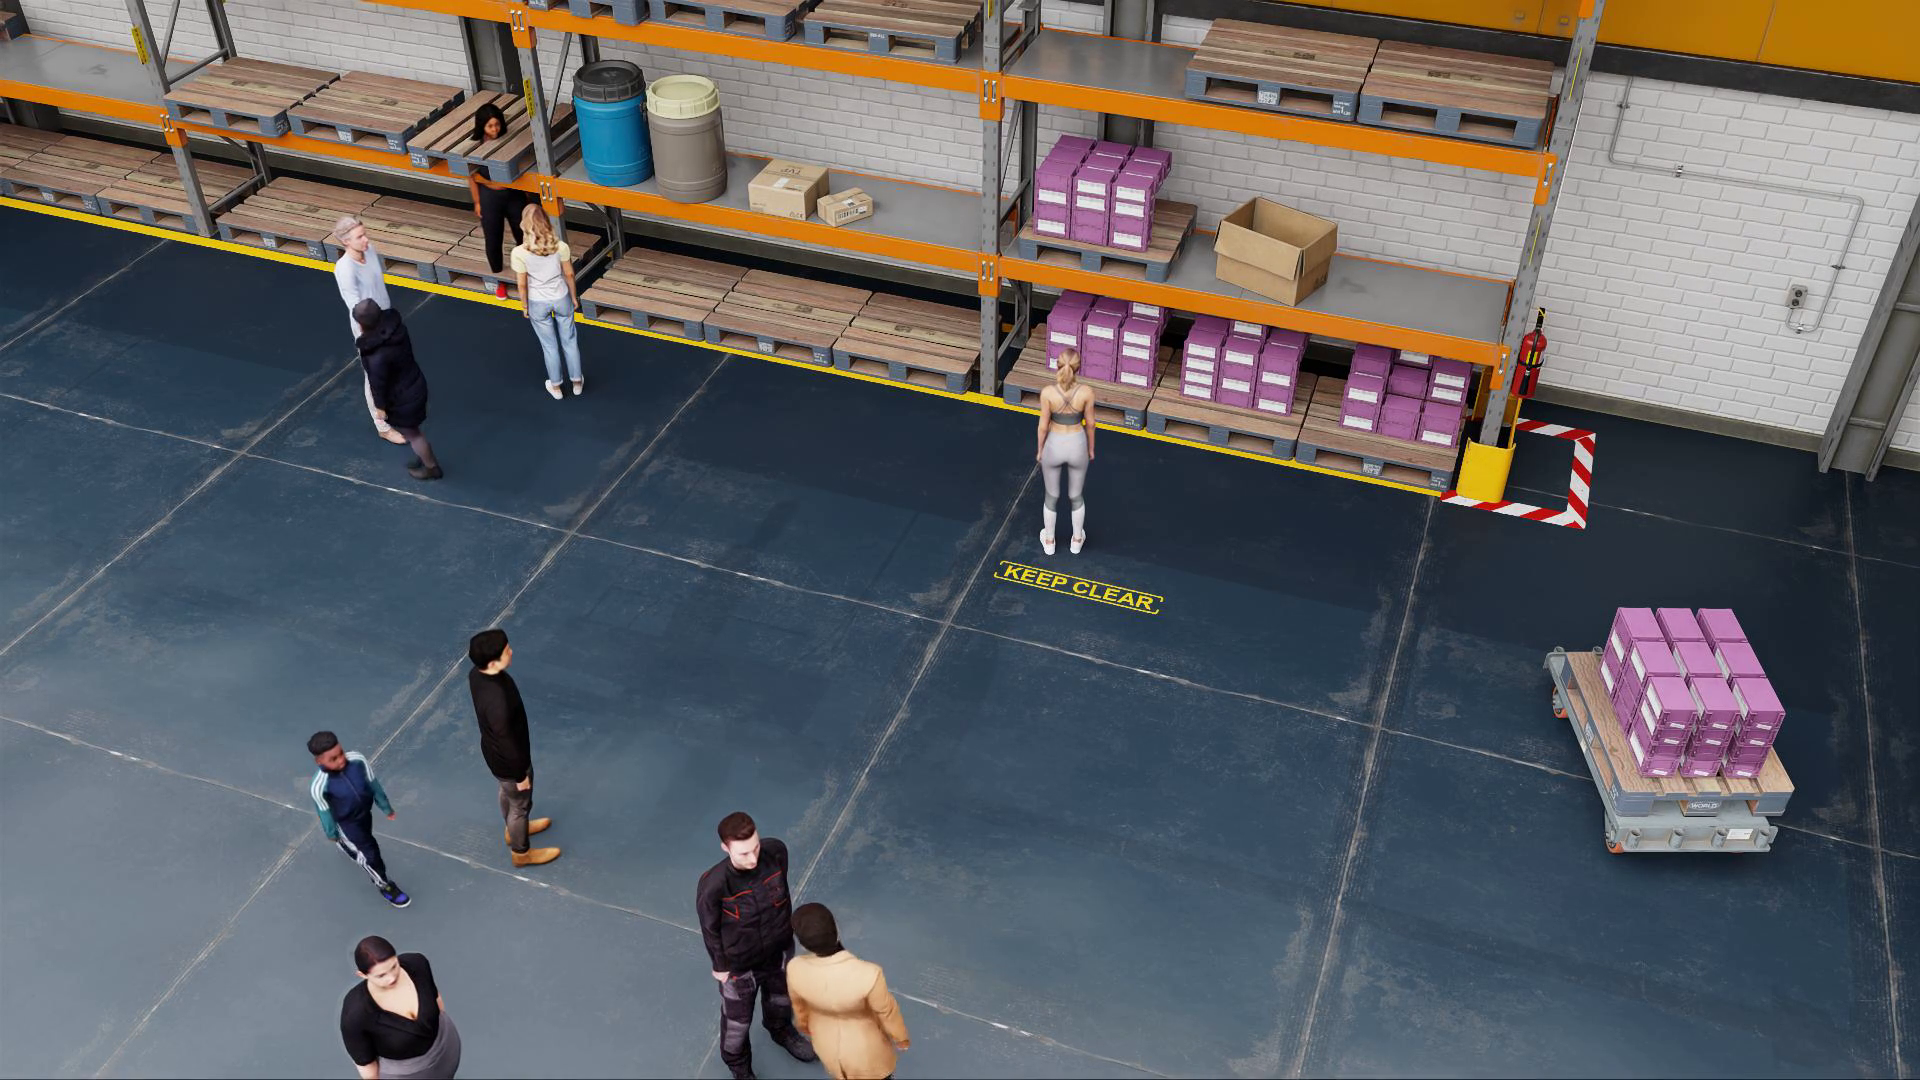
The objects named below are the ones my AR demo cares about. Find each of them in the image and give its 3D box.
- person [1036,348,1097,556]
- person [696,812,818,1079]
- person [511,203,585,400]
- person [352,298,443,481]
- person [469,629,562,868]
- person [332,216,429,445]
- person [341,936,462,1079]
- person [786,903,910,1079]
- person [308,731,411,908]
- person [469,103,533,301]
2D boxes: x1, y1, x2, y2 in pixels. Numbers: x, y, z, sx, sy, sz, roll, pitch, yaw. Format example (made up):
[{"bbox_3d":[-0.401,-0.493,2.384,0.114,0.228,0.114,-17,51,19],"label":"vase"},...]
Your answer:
[{"bbox_3d":[0.748,-0.624,11.799,0.585,1.703,0.702,0,39,0],"label":"person"},{"bbox_3d":[-1.028,2.037,8.298,0.776,1.914,0.757,-31,48,-33],"label":"person"},{"bbox_3d":[-3.298,-1.911,13.394,0.700,1.723,0.767,-15,41,-18],"label":"person"},{"bbox_3d":[-4.104,-1.092,12.426,0.745,1.653,0.757,3,39,4],"label":"person"},{"bbox_3d":[-2.594,1.190,9.514,0.758,1.720,0.696,-17,42,-20],"label":"person"},{"bbox_3d":[-4.565,-1.655,12.937,0.636,1.894,0.689,6,39,8],"label":"person"},{"bbox_3d":[-2.624,2.455,7.899,0.700,1.758,0.728,22,44,26],"label":"person"},{"bbox_3d":[-0.562,2.407,8.007,0.750,1.699,0.830,14,41,17],"label":"person"},{"bbox_3d":[-3.500,1.519,9.490,0.952,1.235,0.659,22,44,26],"label":"person"},{"bbox_3d":[-4.047,-3.014,14.704,0.769,1.813,0.839,-14,41,-17],"label":"person"}]
